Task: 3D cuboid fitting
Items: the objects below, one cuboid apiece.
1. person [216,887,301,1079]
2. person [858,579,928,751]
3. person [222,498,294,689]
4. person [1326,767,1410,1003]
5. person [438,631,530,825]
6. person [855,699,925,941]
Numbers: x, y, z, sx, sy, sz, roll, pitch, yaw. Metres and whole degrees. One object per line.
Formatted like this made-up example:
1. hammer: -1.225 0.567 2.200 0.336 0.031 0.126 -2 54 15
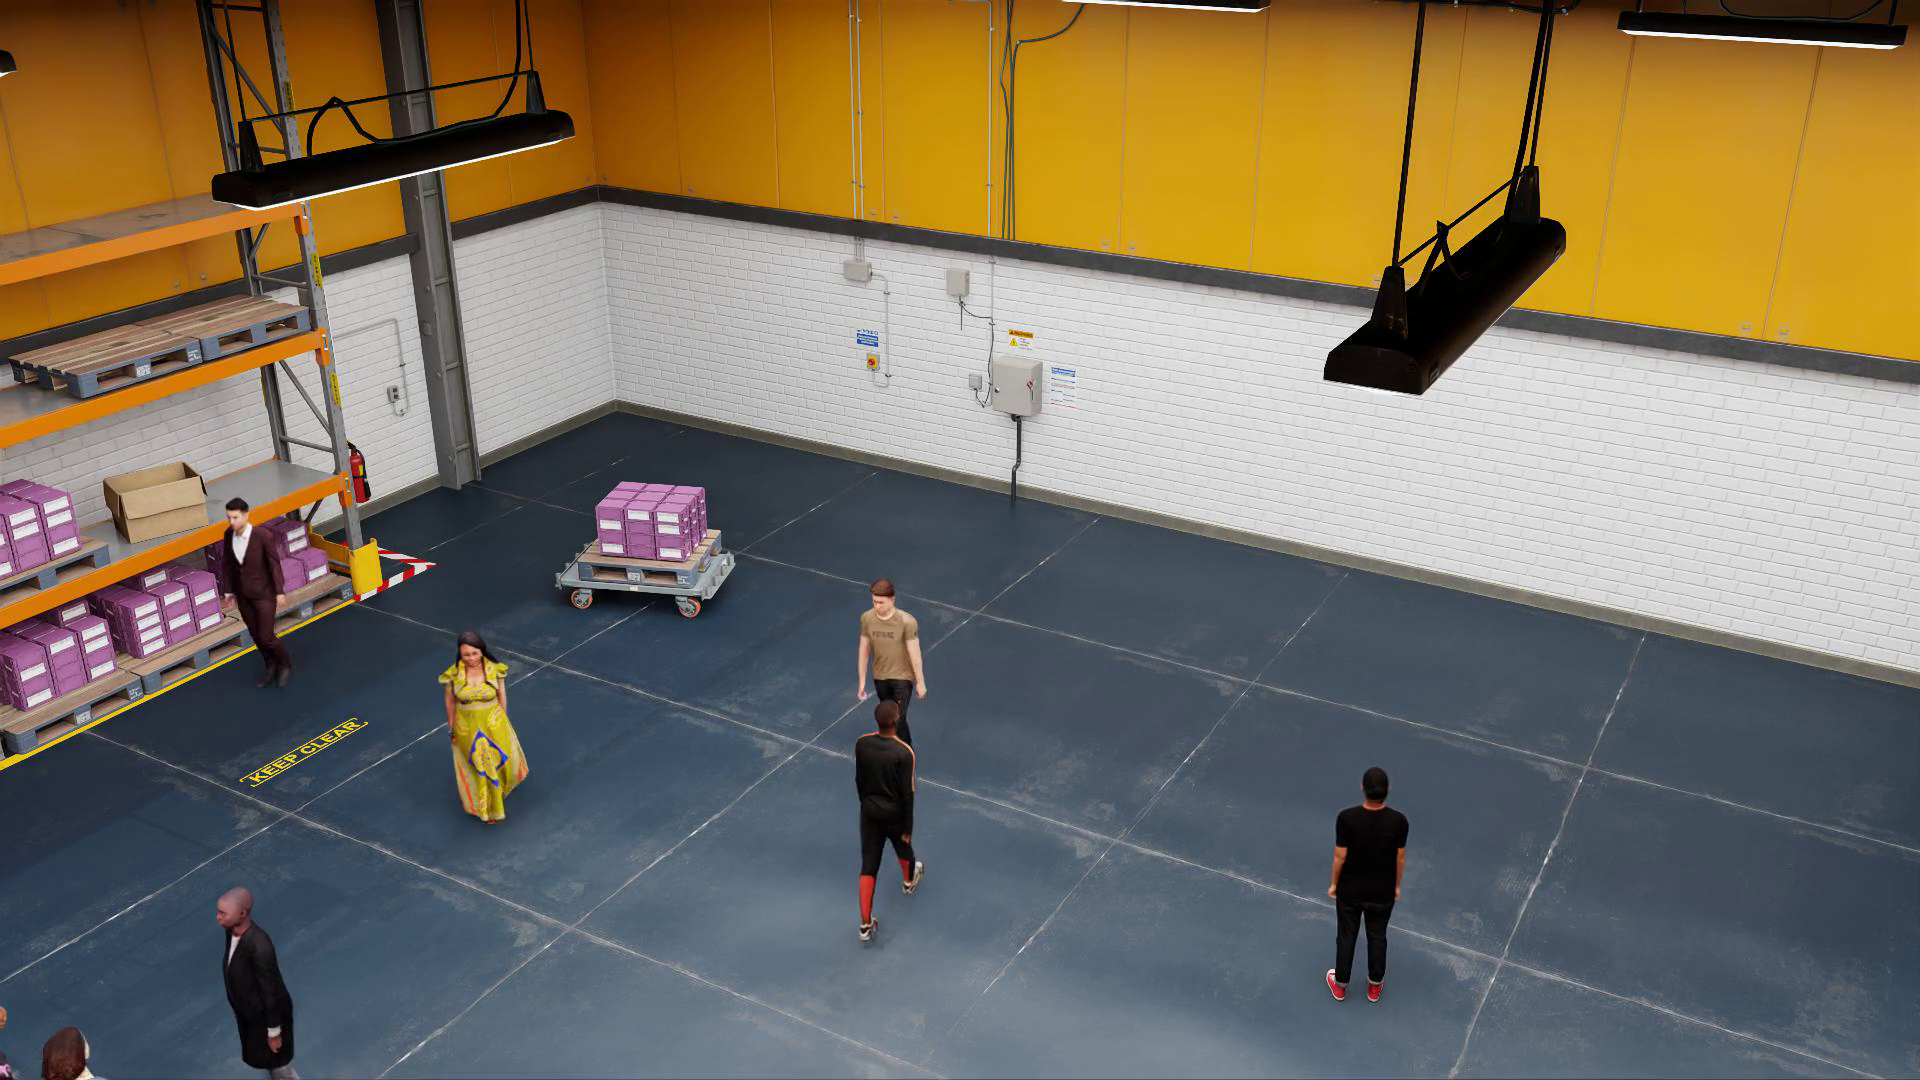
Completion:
1. person: -4.131 2.810 9.914 0.695 1.760 0.641 21 31 39
2. person: -0.498 1.111 13.721 0.685 1.825 0.812 12 26 25
3. person: -6.400 0.446 15.213 0.749 1.849 0.702 6 24 13
4. person: 2.708 2.301 11.085 0.705 1.756 0.691 2 24 5
5. person: -3.816 1.446 13.179 1.077 1.646 1.121 -10 25 -21
6. person: -0.575 1.994 11.779 0.825 1.763 1.241 8 25 17
